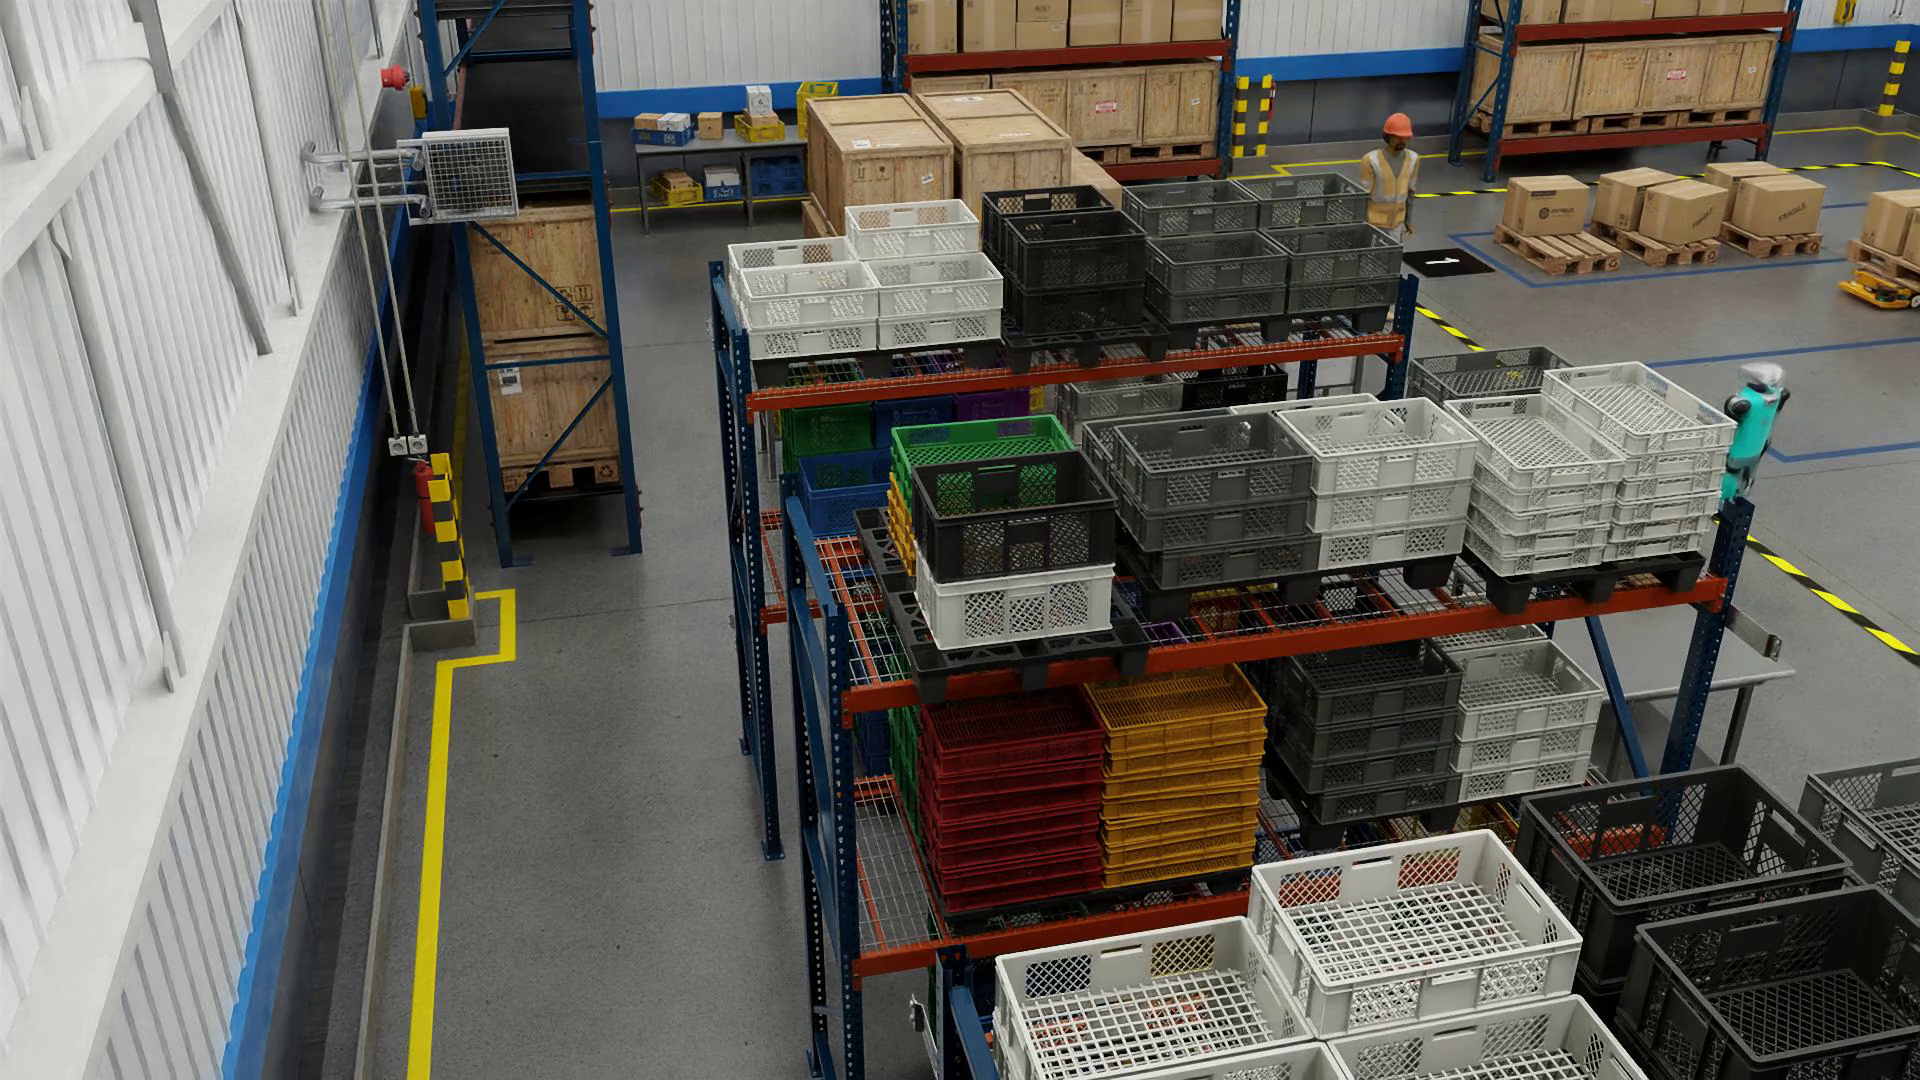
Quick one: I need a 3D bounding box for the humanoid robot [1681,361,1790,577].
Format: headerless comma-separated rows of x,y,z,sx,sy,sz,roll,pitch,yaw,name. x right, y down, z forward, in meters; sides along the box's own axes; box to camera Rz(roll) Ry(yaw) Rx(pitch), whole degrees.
5.040,-0.483,11.243,0.533,1.677,0.735,-15,31,-26,humanoid robot

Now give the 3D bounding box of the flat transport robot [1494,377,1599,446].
4.780,-1.036,14.013,0.659,0.231,1.431,-6,28,-12,flat transport robot

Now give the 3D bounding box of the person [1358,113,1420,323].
4.088,-3.076,15.978,0.604,2.048,0.366,-7,29,-14,person

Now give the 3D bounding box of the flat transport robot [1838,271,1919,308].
9.820,-2.616,16.979,1.431,0.197,0.652,-6,28,-12,flat transport robot
